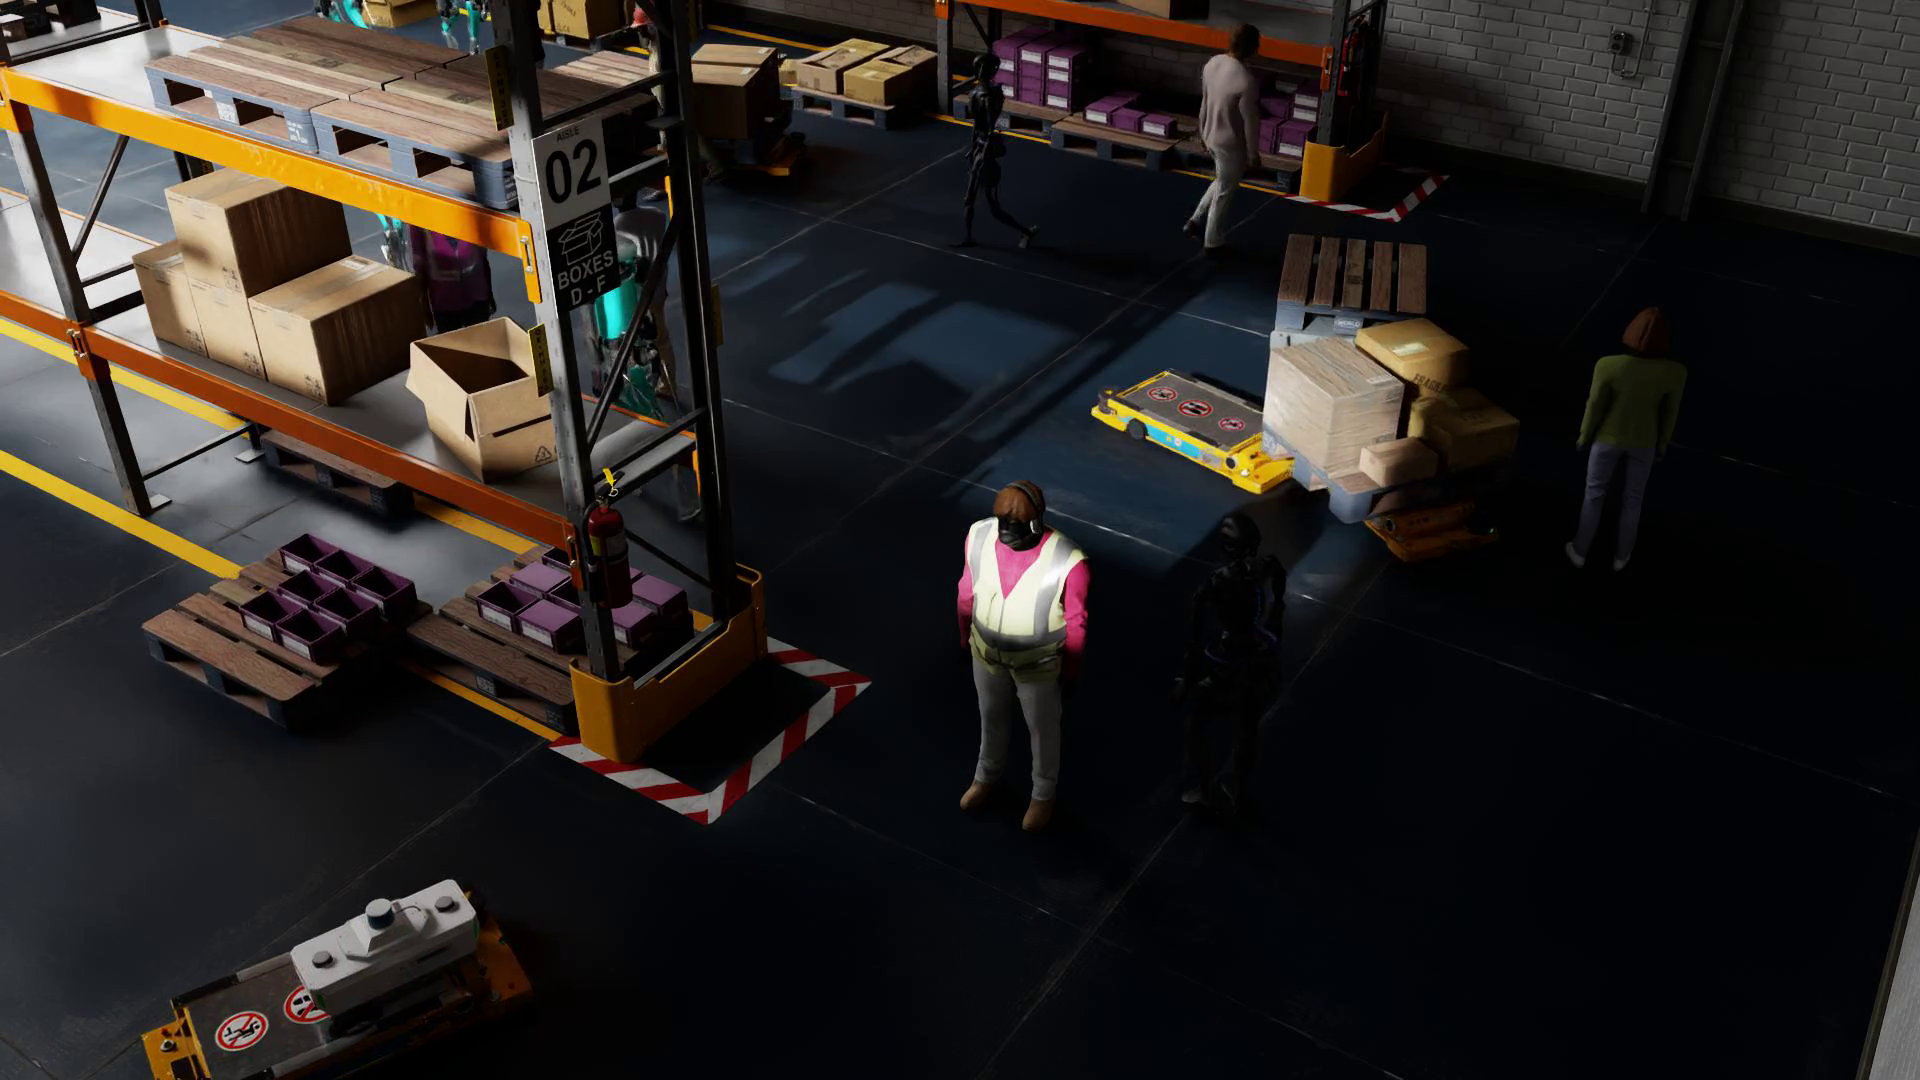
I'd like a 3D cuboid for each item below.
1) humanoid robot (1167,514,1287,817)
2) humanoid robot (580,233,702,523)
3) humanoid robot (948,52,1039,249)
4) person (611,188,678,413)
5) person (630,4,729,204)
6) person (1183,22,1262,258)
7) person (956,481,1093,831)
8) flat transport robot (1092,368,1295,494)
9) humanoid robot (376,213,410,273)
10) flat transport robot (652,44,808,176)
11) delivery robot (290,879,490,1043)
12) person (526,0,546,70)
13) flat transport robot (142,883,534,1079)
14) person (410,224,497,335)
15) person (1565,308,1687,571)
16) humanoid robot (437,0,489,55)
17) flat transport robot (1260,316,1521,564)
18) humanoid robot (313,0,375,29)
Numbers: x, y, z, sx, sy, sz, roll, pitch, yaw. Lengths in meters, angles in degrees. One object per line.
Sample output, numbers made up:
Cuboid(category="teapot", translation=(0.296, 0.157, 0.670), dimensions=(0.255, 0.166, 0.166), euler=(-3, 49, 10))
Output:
Cuboid(category="humanoid robot", translation=(1.262, 0.589, 7.675), dimensions=(0.599, 1.645, 0.329), euler=(-19, 37, -26))
Cuboid(category="humanoid robot", translation=(-1.818, -0.906, 9.968), dimensions=(0.915, 1.798, 0.545), euler=(24, 40, 32))
Cuboid(category="humanoid robot", translation=(0.271, -3.112, 13.408), dimensions=(0.734, 1.646, 0.599), euler=(-5, 33, -7))
Cuboid(category="person", translation=(-2.153, -1.646, 11.042), dimensions=(0.345, 1.746, 0.571), euler=(18, 37, 25))
Cuboid(category="person", translation=(-2.437, -3.823, 14.432), dimensions=(0.810, 1.703, 0.590), euler=(-12, 35, -17))
Cuboid(category="person", translation=(2.157, -3.151, 13.214), dimensions=(0.457, 1.916, 0.637), euler=(-12, 35, -18))
Cuboid(category="person", translation=(0.263, 0.532, 7.614), dimensions=(0.632, 1.841, 0.429), euler=(16, 36, 23))
Cuboid(category="flat transport robot", translation=(1.622, -0.750, 11.026), dimensions=(0.659, 0.231, 1.431), euler=(-28, 42, -35))
Cuboid(category="humanoid robot", translation=(-4.371, -2.700, 12.691), dimensions=(0.540, 1.729, 1.054), euler=(-20, 38, -28))
Cuboid(category="flat transport robot", translation=(-2.188, -3.618, 15.433), dimensions=(1.431, 0.231, 0.659), euler=(6, 34, 9))
Cuboid(category="delivery robot", translation=(-2.393, 1.761, 6.920), dimensions=(0.796, 0.613, 0.499), euler=(-22, 39, -30))
Cuboid(category="person", translation=(-3.939, -4.349, 15.038), dimensions=(0.450, 1.935, 0.479), euler=(4, 33, 5))
Cuboid(category="flat transport robot", translation=(-2.572, 1.943, 6.886), dimensions=(1.431, 0.231, 0.659), euler=(-20, 38, -27))
Cuboid(category="person", translation=(-3.316, -1.621, 10.941), dimensions=(0.501, 1.822, 0.712), euler=(-17, 37, -24))
Cuboid(category="person", translation=(3.782, -0.560, 9.479), dimensions=(0.498, 1.633, 0.279), euler=(8, 34, 12))
Cuboid(category="humanoid robot", translation=(-5.093, -5.433, 16.889), dimensions=(0.538, 1.788, 0.830), euler=(-20, 38, -28))
Cuboid(category="flat transport robot", translation=(2.662, -0.347, 10.406), dimensions=(0.659, 0.231, 1.431), euler=(-13, 35, -19))
Cuboid(category="humanoid robot", translation=(-6.194, -5.330, 16.818), dimensions=(0.542, 1.898, 0.758), euler=(-26, 41, -34))
